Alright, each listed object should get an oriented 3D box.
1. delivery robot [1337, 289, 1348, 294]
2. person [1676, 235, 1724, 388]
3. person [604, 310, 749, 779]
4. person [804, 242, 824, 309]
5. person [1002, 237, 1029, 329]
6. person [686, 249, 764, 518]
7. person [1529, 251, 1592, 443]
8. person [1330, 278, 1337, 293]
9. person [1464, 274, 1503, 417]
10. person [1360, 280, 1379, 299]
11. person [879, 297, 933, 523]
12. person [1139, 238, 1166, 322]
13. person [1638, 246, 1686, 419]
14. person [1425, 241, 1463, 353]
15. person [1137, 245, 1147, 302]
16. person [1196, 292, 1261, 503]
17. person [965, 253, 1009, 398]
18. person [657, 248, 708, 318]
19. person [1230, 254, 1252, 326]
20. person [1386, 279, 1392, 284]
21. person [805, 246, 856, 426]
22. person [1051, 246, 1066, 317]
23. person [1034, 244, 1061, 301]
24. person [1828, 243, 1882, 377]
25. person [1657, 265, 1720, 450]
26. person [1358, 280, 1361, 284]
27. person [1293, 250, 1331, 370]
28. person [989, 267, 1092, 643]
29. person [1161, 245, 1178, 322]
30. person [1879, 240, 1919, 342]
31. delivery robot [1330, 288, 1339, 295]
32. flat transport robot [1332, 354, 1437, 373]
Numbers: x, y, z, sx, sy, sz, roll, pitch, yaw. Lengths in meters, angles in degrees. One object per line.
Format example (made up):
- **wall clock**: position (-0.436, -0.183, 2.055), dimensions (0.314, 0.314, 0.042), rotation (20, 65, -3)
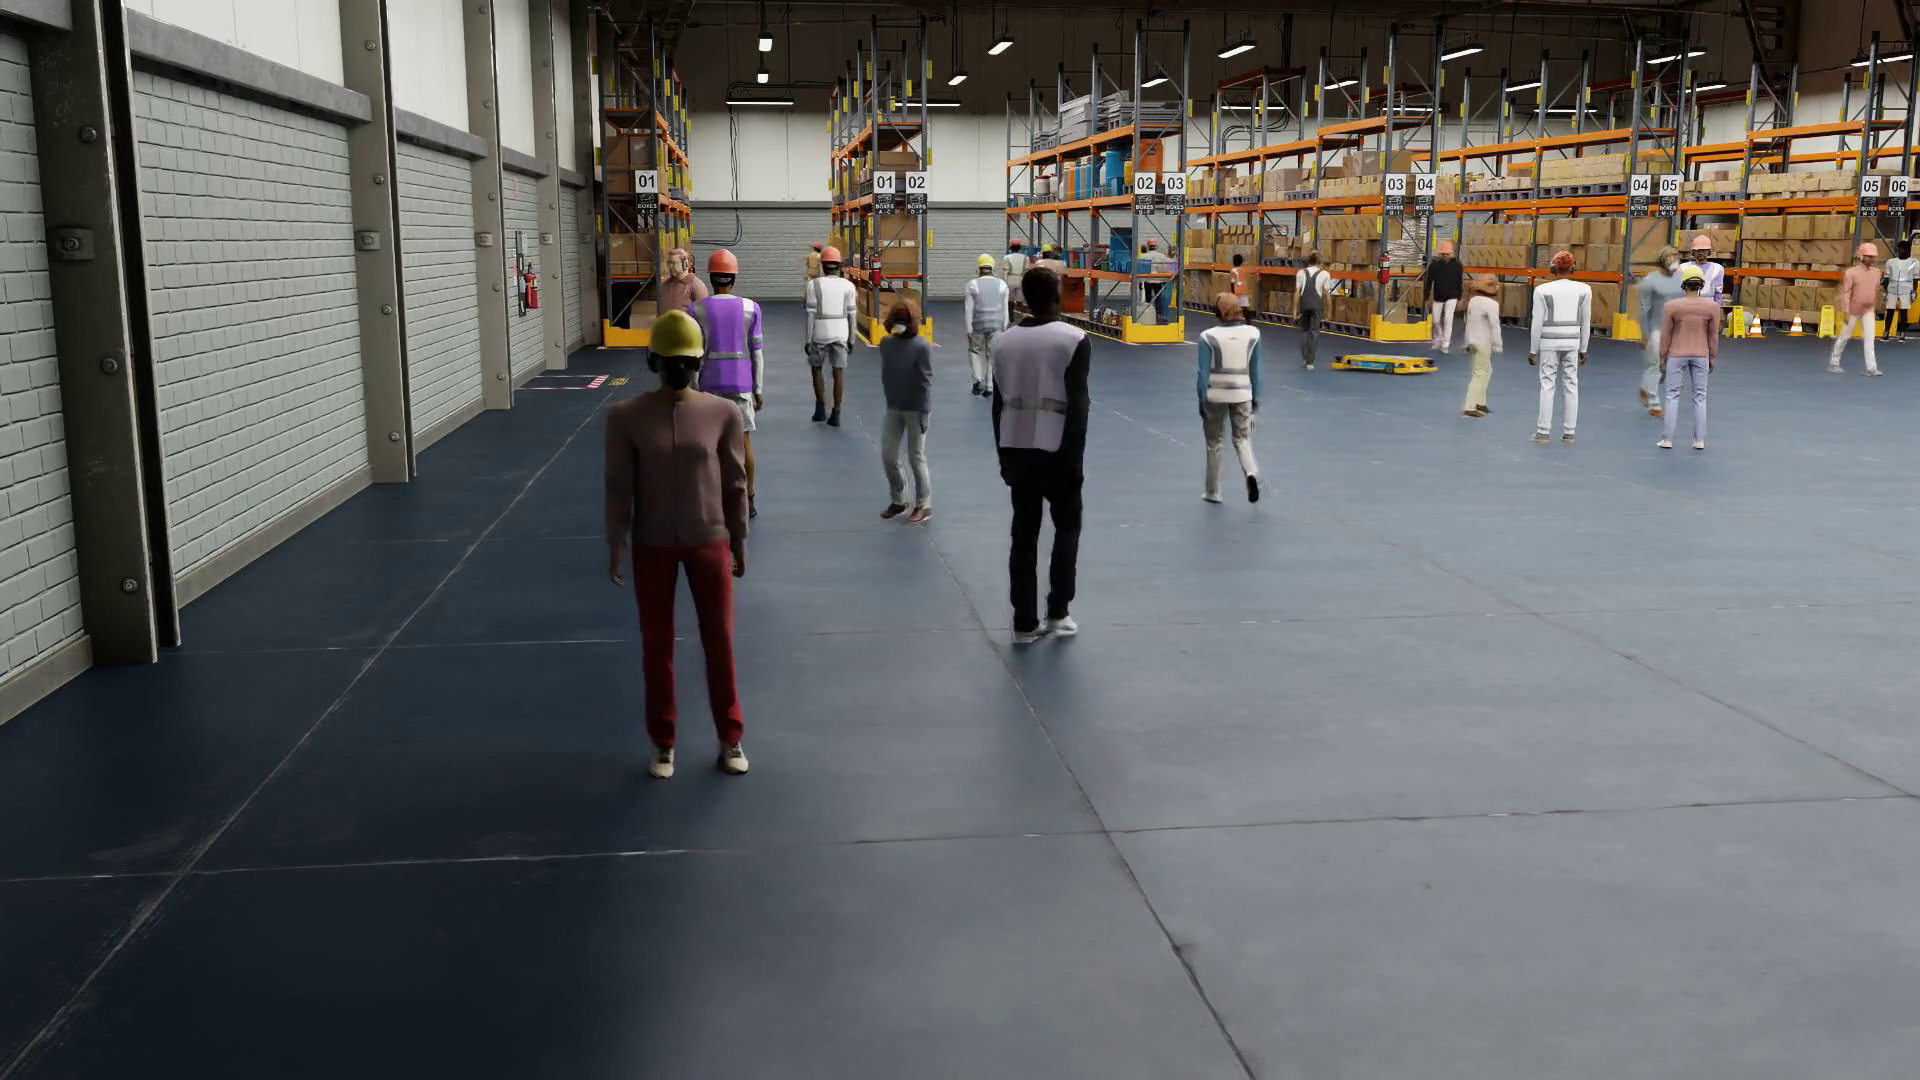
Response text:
- **delivery robot**: position (11.533, -7.274, 49.290), dimensions (0.707, 0.478, 0.477), rotation (-5, 12, -27)
- **person**: position (9.910, -3.061, 22.366), dimensions (0.615, 2.043, 0.373), rotation (3, 11, 17)
- **person**: position (-1.055, 0.021, 6.261), dimensions (0.541, 1.764, 0.345), rotation (-2, 11, -13)
- **person**: position (-4.167, -7.498, 47.168), dimensions (0.652, 1.886, 0.869), rotation (4, 11, 21)
- **person**: position (1.213, -5.502, 35.822), dimensions (0.606, 2.027, 0.616), rotation (-3, 11, -17)
- **person**: position (-1.687, -1.108, 11.949), dimensions (0.552, 1.937, 0.356), rotation (-3, 11, -16)
- **person**: position (5.890, -1.884, 16.358), dimensions (0.573, 1.883, 0.356), rotation (0, 10, 1)
- **person**: position (11.437, -8.240, 51.313), dimensions (0.673, 1.848, 0.649), rotation (4, 11, 19)
- **person**: position (5.946, -2.185, 18.733), dimensions (0.577, 1.609, 0.521), rotation (-3, 11, -16)
- **person**: position (10.584, -6.705, 42.804), dimensions (0.645, 1.882, 1.044), rotation (-2, 10, -10)
- **person**: position (-0.356, -0.905, 11.727), dimensions (0.515, 1.604, 0.468), rotation (8, 13, 36)
- **person**: position (4.539, -6.114, 39.263), dimensions (0.666, 1.987, 0.426), rotation (-1, 10, -4)
- **person**: position (7.840, -2.328, 18.676), dimensions (0.629, 1.928, 0.535), rotation (-3, 11, -18)
- **person**: position (8.515, -4.270, 29.253), dimensions (0.634, 1.961, 0.772), rotation (4, 11, 20)
- **person**: position (5.251, -7.555, 47.694), dimensions (0.640, 1.804, 0.942), rotation (2, 11, 13)
- **person**: position (2.039, -1.053, 12.518), dimensions (0.524, 1.616, 0.594), rotation (-2, 10, -10)
- **person**: position (0.329, -2.695, 20.989), dimensions (0.597, 1.817, 0.433), rotation (-2, 11, -13)
- **person**: position (-2.882, -2.031, 17.091), dimensions (0.643, 1.910, 0.411), rotation (7, 13, 35)
- **person**: position (5.880, -5.188, 35.087), dimensions (0.543, 1.653, 0.862), rotation (-6, 12, -31)
- **person**: position (12.264, -7.639, 47.983), dimensions (0.509, 1.860, 0.334), rotation (-5, 11, -24)
- **person**: position (-1.417, -2.198, 17.975), dimensions (0.588, 1.916, 0.639), rotation (-3, 11, -18)
- **person**: position (2.007, -5.355, 35.532), dimensions (0.554, 1.829, 0.601), rotation (4, 11, 20)
- **person**: position (1.857, -5.167, 34.350), dimensions (0.585, 1.894, 0.875), rotation (-5, 11, -26)
- **person**: position (13.221, -3.393, 24.488), dimensions (0.639, 1.941, 1.037), rotation (-1, 10, -6)
- **person**: position (6.975, -1.746, 15.952), dimensions (0.522, 1.759, 0.349), rotation (2, 11, 13)
- **person**: position (12.536, -8.359, 51.997), dimensions (0.507, 1.828, 0.652), rotation (0, 10, -2)
- **person**: position (5.423, -3.528, 25.521), dimensions (0.550, 1.821, 0.730), rotation (4, 11, 22)
- **person**: position (0.386, -0.425, 8.382), dimensions (0.618, 1.868, 0.550), rotation (6, 12, 30)
- **person**: position (5.010, -6.127, 39.783), dimensions (0.602, 1.814, 0.642), rotation (-4, 11, -22)
- **person**: position (18.108, -4.786, 32.045), dimensions (0.603, 1.962, 0.372), rotation (9, 14, 40)
- **delivery robot**: position (10.611, -6.983, 47.694), dimensions (0.477, 0.478, 0.707), rotation (-1, 10, -4)
- **flat transport robot**: position (6.387, -2.663, 25.044), dimensions (0.652, 0.197, 1.431), rotation (-9, 14, -40)
